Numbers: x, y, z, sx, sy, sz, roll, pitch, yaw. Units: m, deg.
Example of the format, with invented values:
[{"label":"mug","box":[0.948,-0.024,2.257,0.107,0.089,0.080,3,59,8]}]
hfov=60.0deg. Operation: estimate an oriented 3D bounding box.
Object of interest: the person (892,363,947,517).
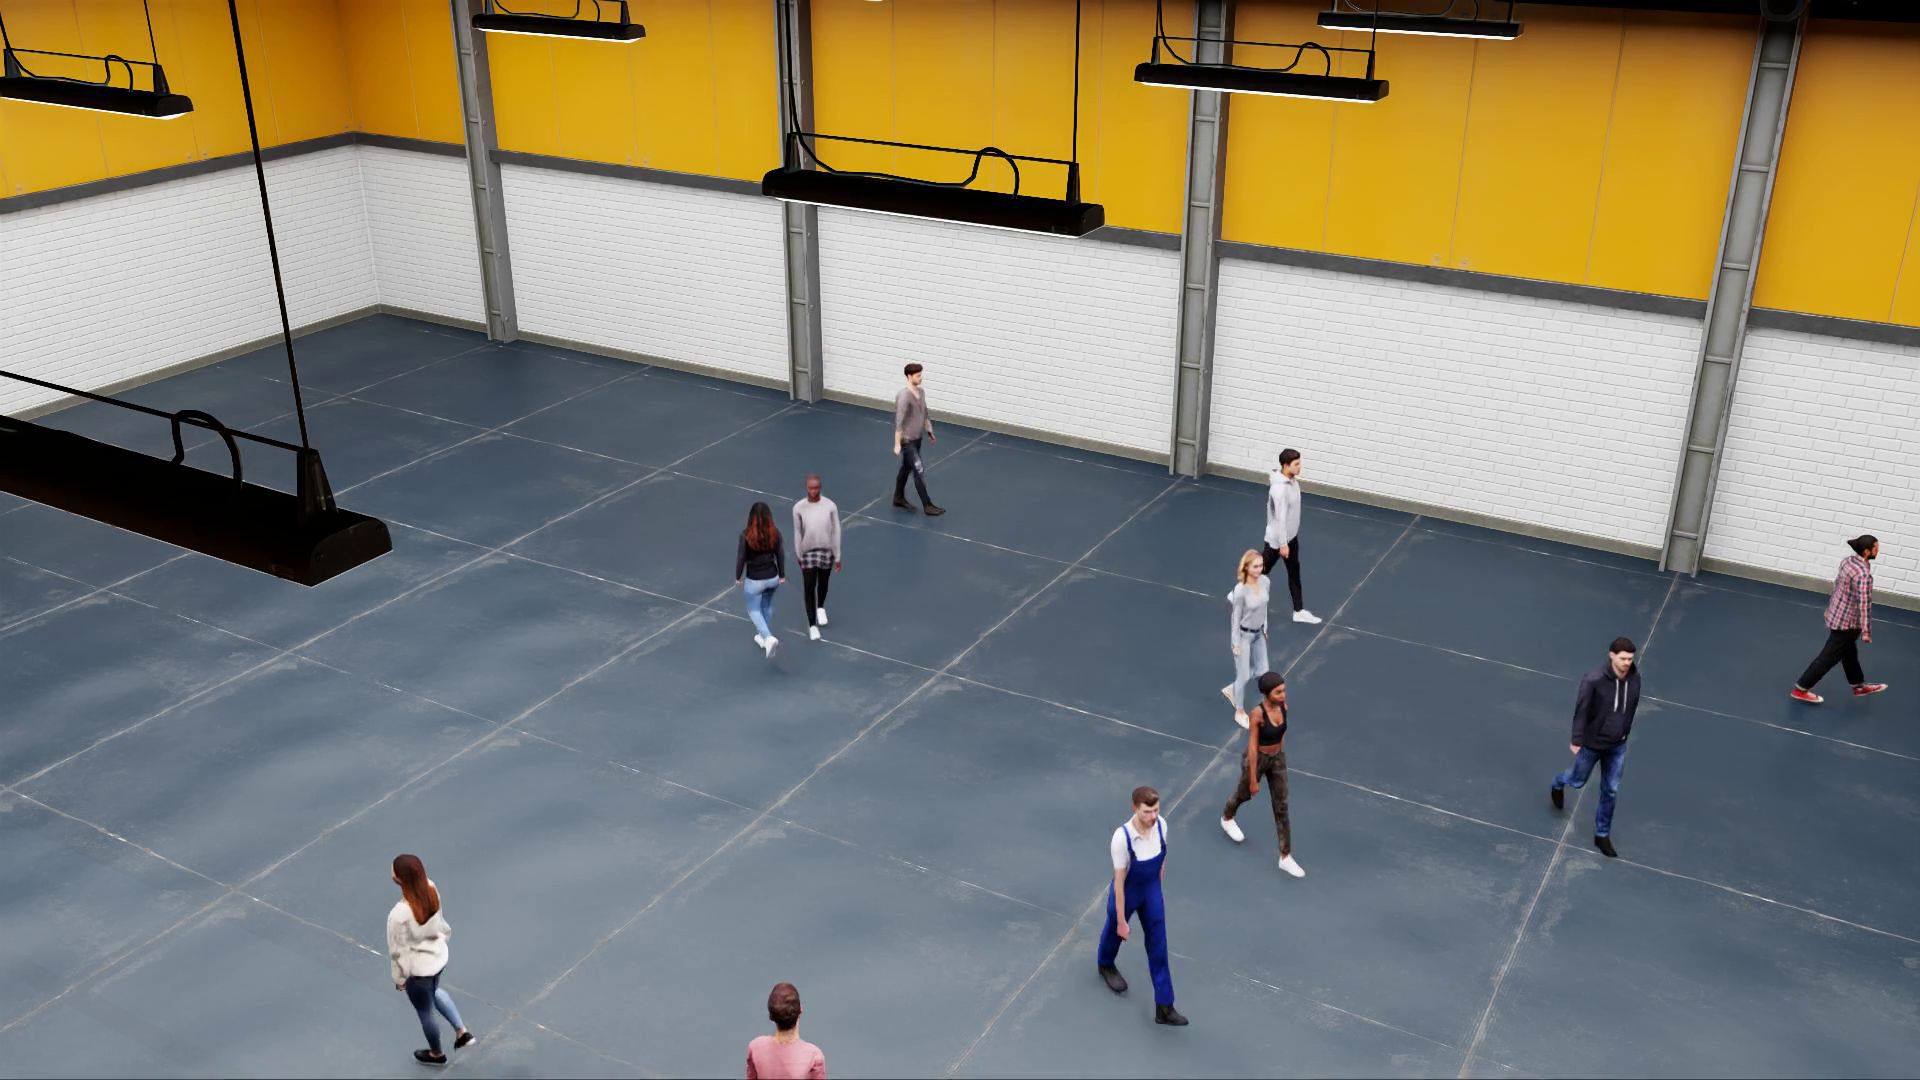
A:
[{"label":"person","box":[-0.674,-1.228,20.054,1.031,1.880,0.764,11,26,24]}]

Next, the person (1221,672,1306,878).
[{"label":"person","box":[2.377,1.810,13.400,0.958,1.645,1.231,-15,28,-30]}]

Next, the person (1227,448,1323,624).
[{"label":"person","box":[3.238,-0.041,17.331,1.231,1.886,0.673,13,27,27]}]

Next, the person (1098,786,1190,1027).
[{"label":"person","box":[1.184,2.467,11.694,1.079,1.807,1.298,-13,27,-27]}]

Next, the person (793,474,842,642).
[{"label":"person","box":[-1.472,0.106,17.187,1.072,1.734,1.096,-5,24,-11]}]

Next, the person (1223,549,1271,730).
[{"label":"person","box":[2.604,0.878,15.354,0.749,1.786,0.813,-15,28,-31]}]

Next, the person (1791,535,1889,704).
[{"label":"person","box":[8.271,0.768,15.682,1.216,1.726,0.955,4,24,10]}]

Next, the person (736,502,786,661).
[{"label":"person","box":[-1.954,0.429,16.598,0.946,1.613,1.085,-12,26,-25]}]

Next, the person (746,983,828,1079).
[{"label":"person","box":[-0.983,3.461,9.288,1.289,1.912,1.087,4,24,10]}]

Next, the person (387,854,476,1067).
[{"label":"person","box":[-3.493,2.818,11.044,0.743,1.683,0.691,8,25,18]}]

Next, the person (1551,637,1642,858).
[{"label":"person","box":[5.213,1.594,13.616,1.197,1.867,1.188,-3,24,-7]}]
